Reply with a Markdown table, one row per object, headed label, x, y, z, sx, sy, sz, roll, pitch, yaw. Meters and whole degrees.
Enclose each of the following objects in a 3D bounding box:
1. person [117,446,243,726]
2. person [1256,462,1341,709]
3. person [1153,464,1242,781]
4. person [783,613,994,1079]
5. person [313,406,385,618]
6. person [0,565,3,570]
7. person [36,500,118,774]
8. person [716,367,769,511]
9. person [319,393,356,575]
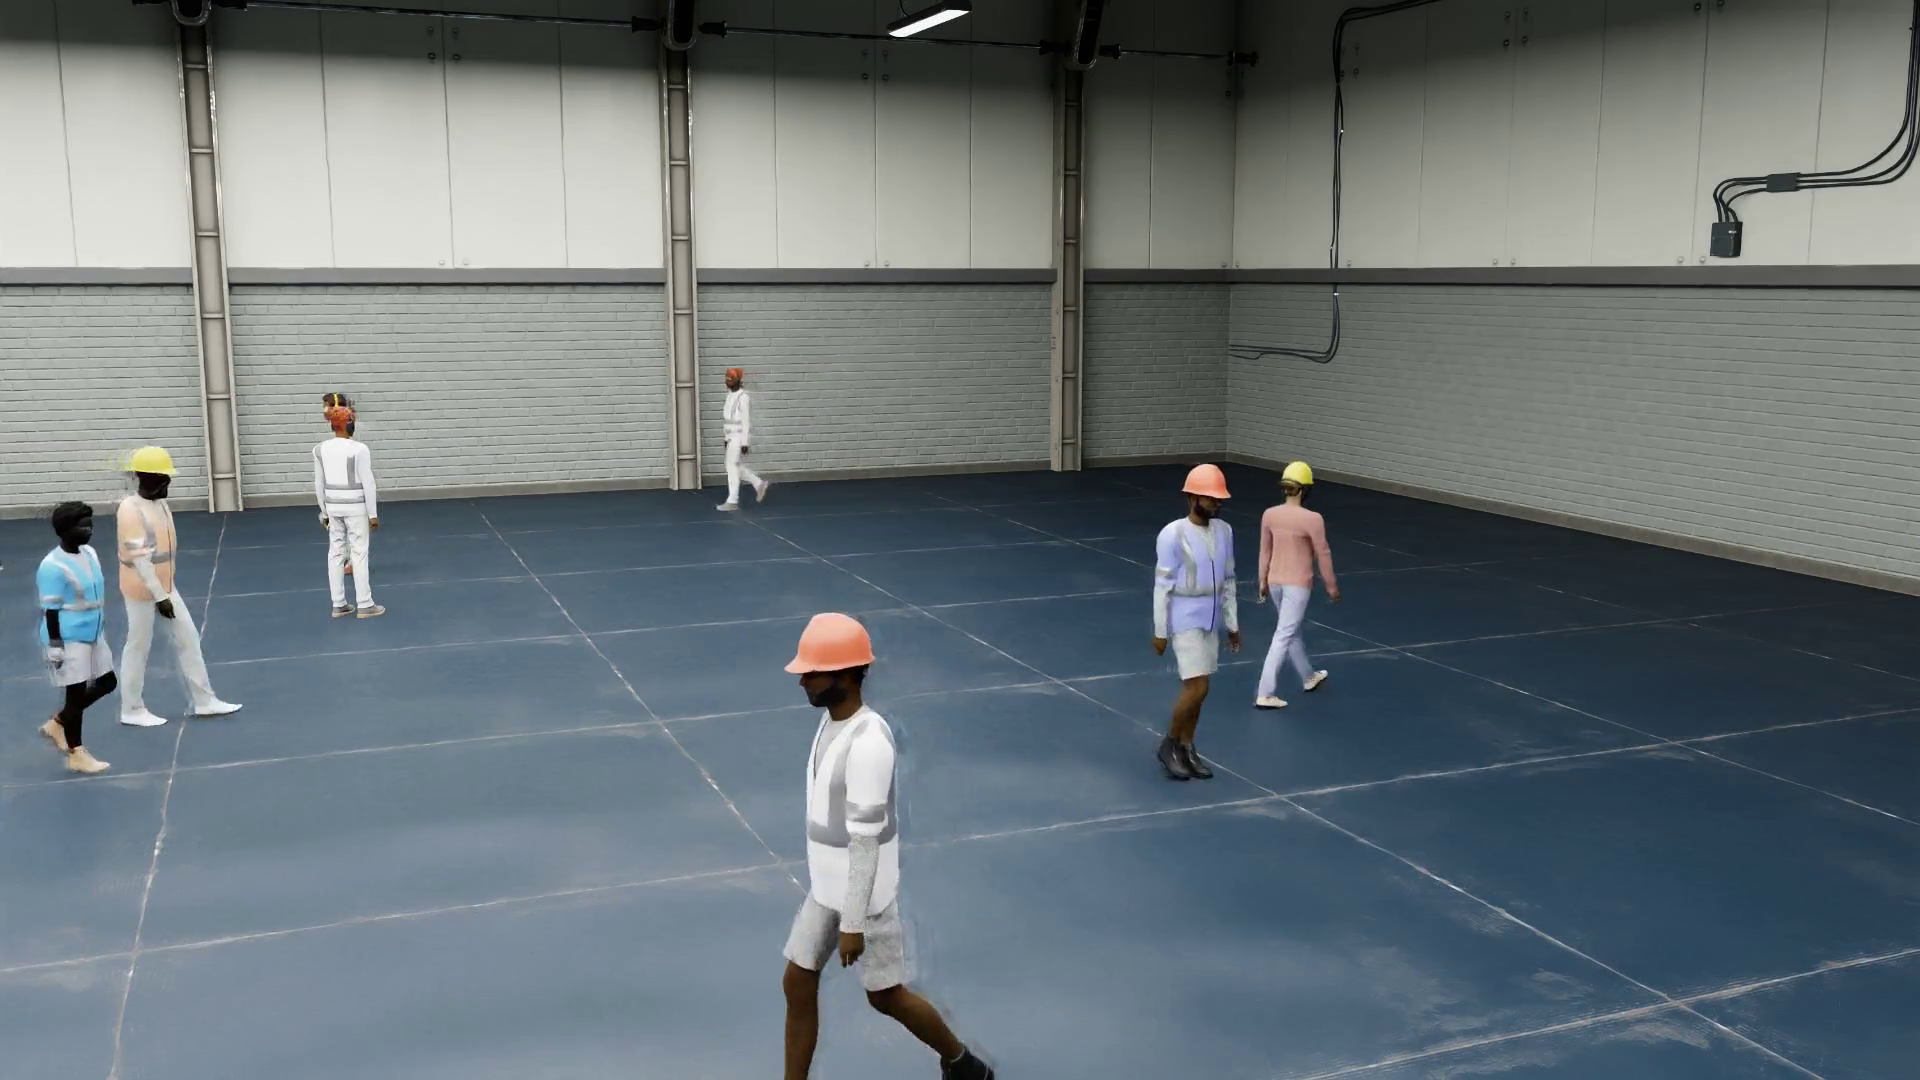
| label | x | y | z | sx | sy | sz | roll | pitch | yaw |
| --- | --- | --- | --- | --- | --- | --- | --- | --- | --- |
| person | -5.285 | 0.323 | 11.133 | 0.852 | 1.892 | 0.601 | 0 | 9 | 0 |
| person | 2.398 | 0.312 | 11.746 | 0.890 | 1.720 | 0.542 | -7 | 11 | -36 |
| person | 1.424 | 0.499 | 9.952 | 0.542 | 1.921 | 0.432 | -8 | 12 | -40 |
| person | -0.324 | 1.178 | 5.778 | 0.947 | 1.902 | 0.559 | -4 | 10 | -22 |
| person | -5.416 | -0.242 | 14.734 | 0.576 | 1.882 | 0.355 | 2 | 9 | 15 |
| person | -9.857 | -0.518 | 16.329 | 0.613 | 1.930 | 0.878 | 8 | 12 | 43 |
| person | -5.410 | 0.589 | 10.117 | 0.428 | 1.681 | 0.548 | 0 | 9 | 0 |
| person | -2.836 | -1.315 | 21.533 | 0.677 | 1.865 | 0.593 | -4 | 10 | -24 |
| person | -6.286 | -0.552 | 16.750 | 0.493 | 1.857 | 0.552 | -4 | 10 | -26 |
